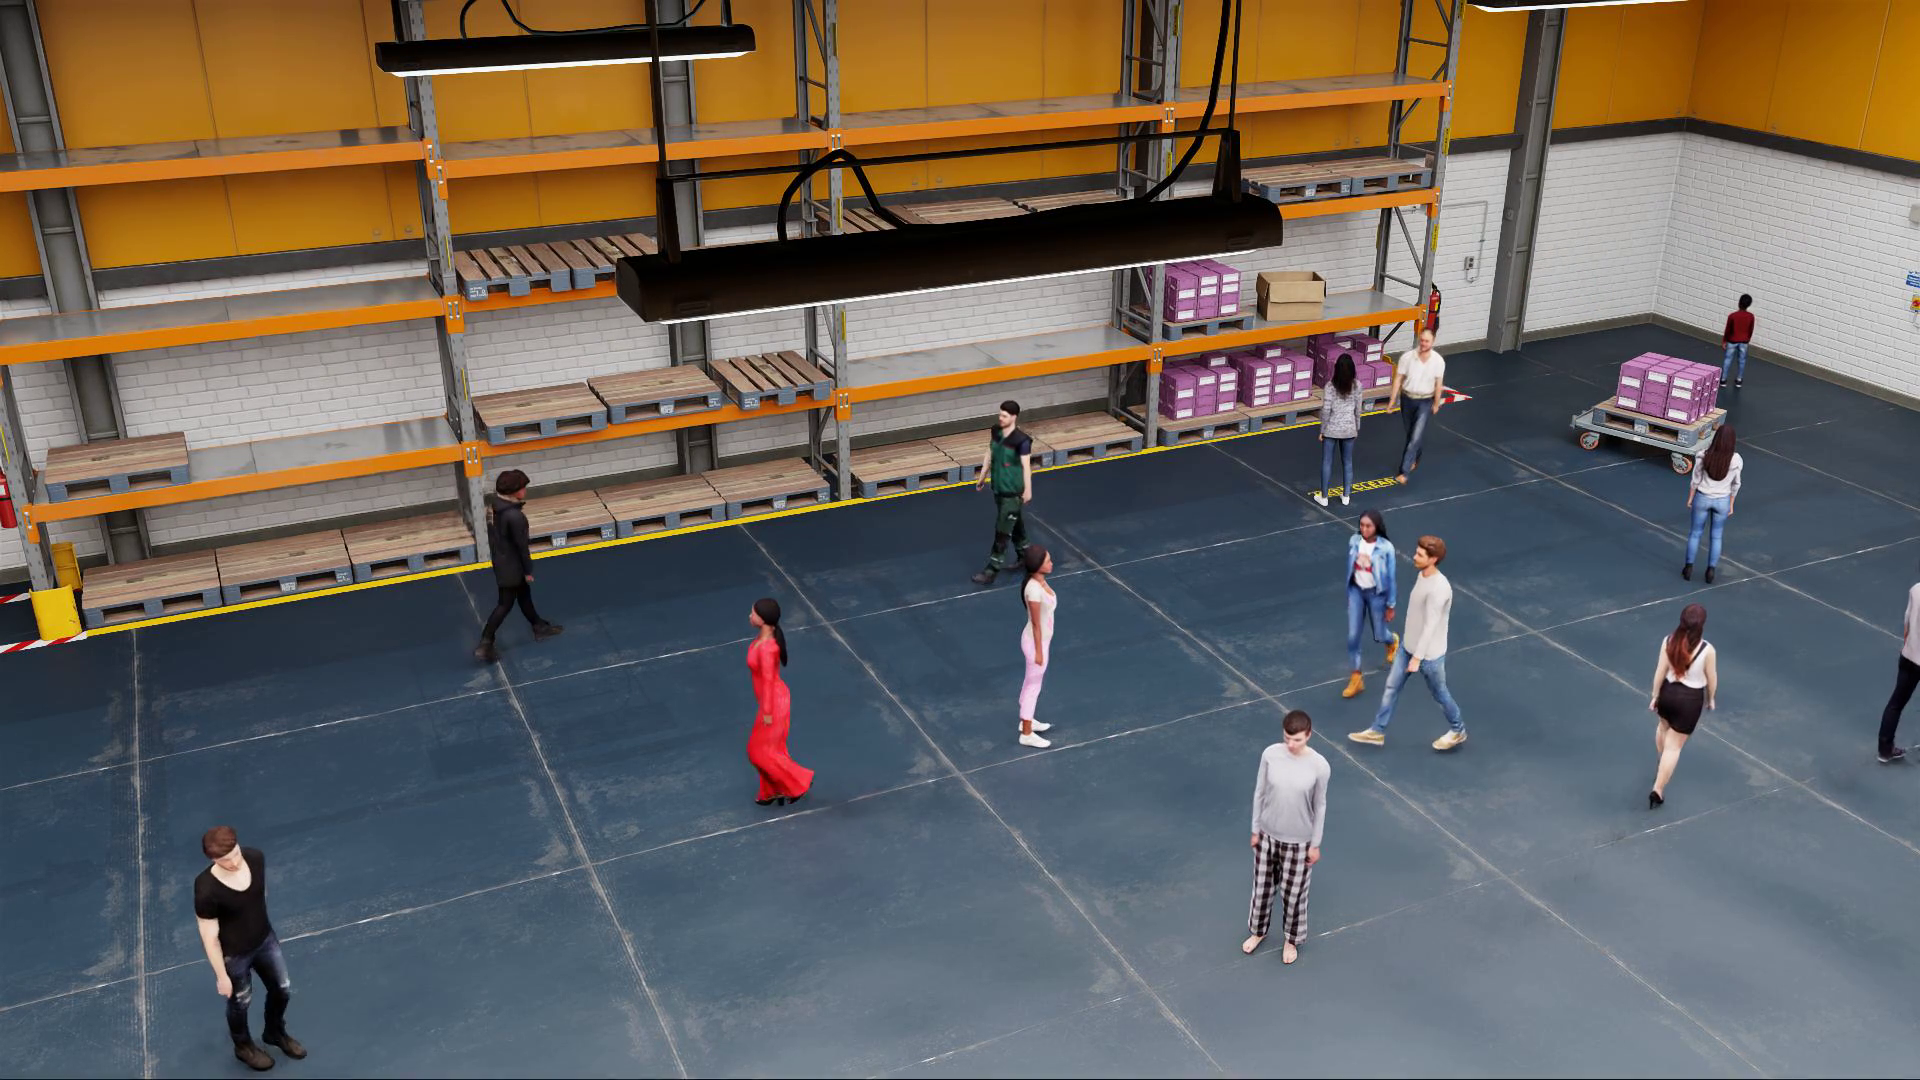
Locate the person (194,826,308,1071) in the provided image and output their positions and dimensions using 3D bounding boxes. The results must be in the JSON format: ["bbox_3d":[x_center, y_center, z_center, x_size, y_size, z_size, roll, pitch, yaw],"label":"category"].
[{"bbox_3d":[-4.316,2.395,9.909,0.979,1.842,0.924,10,26,22],"label":"person"}]

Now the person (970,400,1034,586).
[{"bbox_3d":[0.554,-0.507,16.527,1.168,1.860,0.845,-16,28,-32],"label":"person"}]

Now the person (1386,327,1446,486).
[{"bbox_3d":[5.251,-1.569,19.035,1.139,1.795,1.353,15,28,30],"label":"person"}]

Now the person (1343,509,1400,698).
[{"bbox_3d":[3.585,0.510,14.409,0.914,1.691,1.133,17,29,34],"label":"person"}]

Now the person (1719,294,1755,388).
[{"bbox_3d":[10.401,-2.669,22.228,0.557,1.254,0.642,3,24,7],"label":"person"}]

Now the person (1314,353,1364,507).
[{"bbox_3d":[4.175,-1.219,18.314,0.571,1.733,0.729,-2,24,-6],"label":"person"}]

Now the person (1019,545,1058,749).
[{"bbox_3d":[0.617,0.843,13.585,0.658,1.741,0.659,1,24,2],"label":"person"}]

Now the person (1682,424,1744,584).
[{"bbox_3d":[7.457,-0.368,16.496,0.663,1.630,0.731,7,25,16],"label":"person"}]

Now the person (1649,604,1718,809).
[{"bbox_3d":[5.467,1.300,12.698,0.855,1.616,1.078,19,30,36],"label":"person"}]

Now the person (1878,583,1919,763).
[{"bbox_3d":[7.597,0.967,13.195,0.819,1.827,0.676,-10,26,-22],"label":"person"}]

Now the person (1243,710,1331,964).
[{"bbox_3d":[2.151,1.928,10.971,0.704,1.846,0.736,12,26,25],"label":"person"}]

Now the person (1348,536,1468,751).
[{"bbox_3d":[3.815,0.880,13.352,1.277,1.860,0.932,-2,24,-5],"label":"person"}]

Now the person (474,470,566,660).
[{"bbox_3d":[-4.121,0.254,14.935,1.193,1.739,0.802,-18,29,-35],"label":"person"}]

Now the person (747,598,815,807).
[{"bbox_3d":[-1.349,1.264,12.581,0.819,1.774,0.746,-2,24,-5],"label":"person"}]
